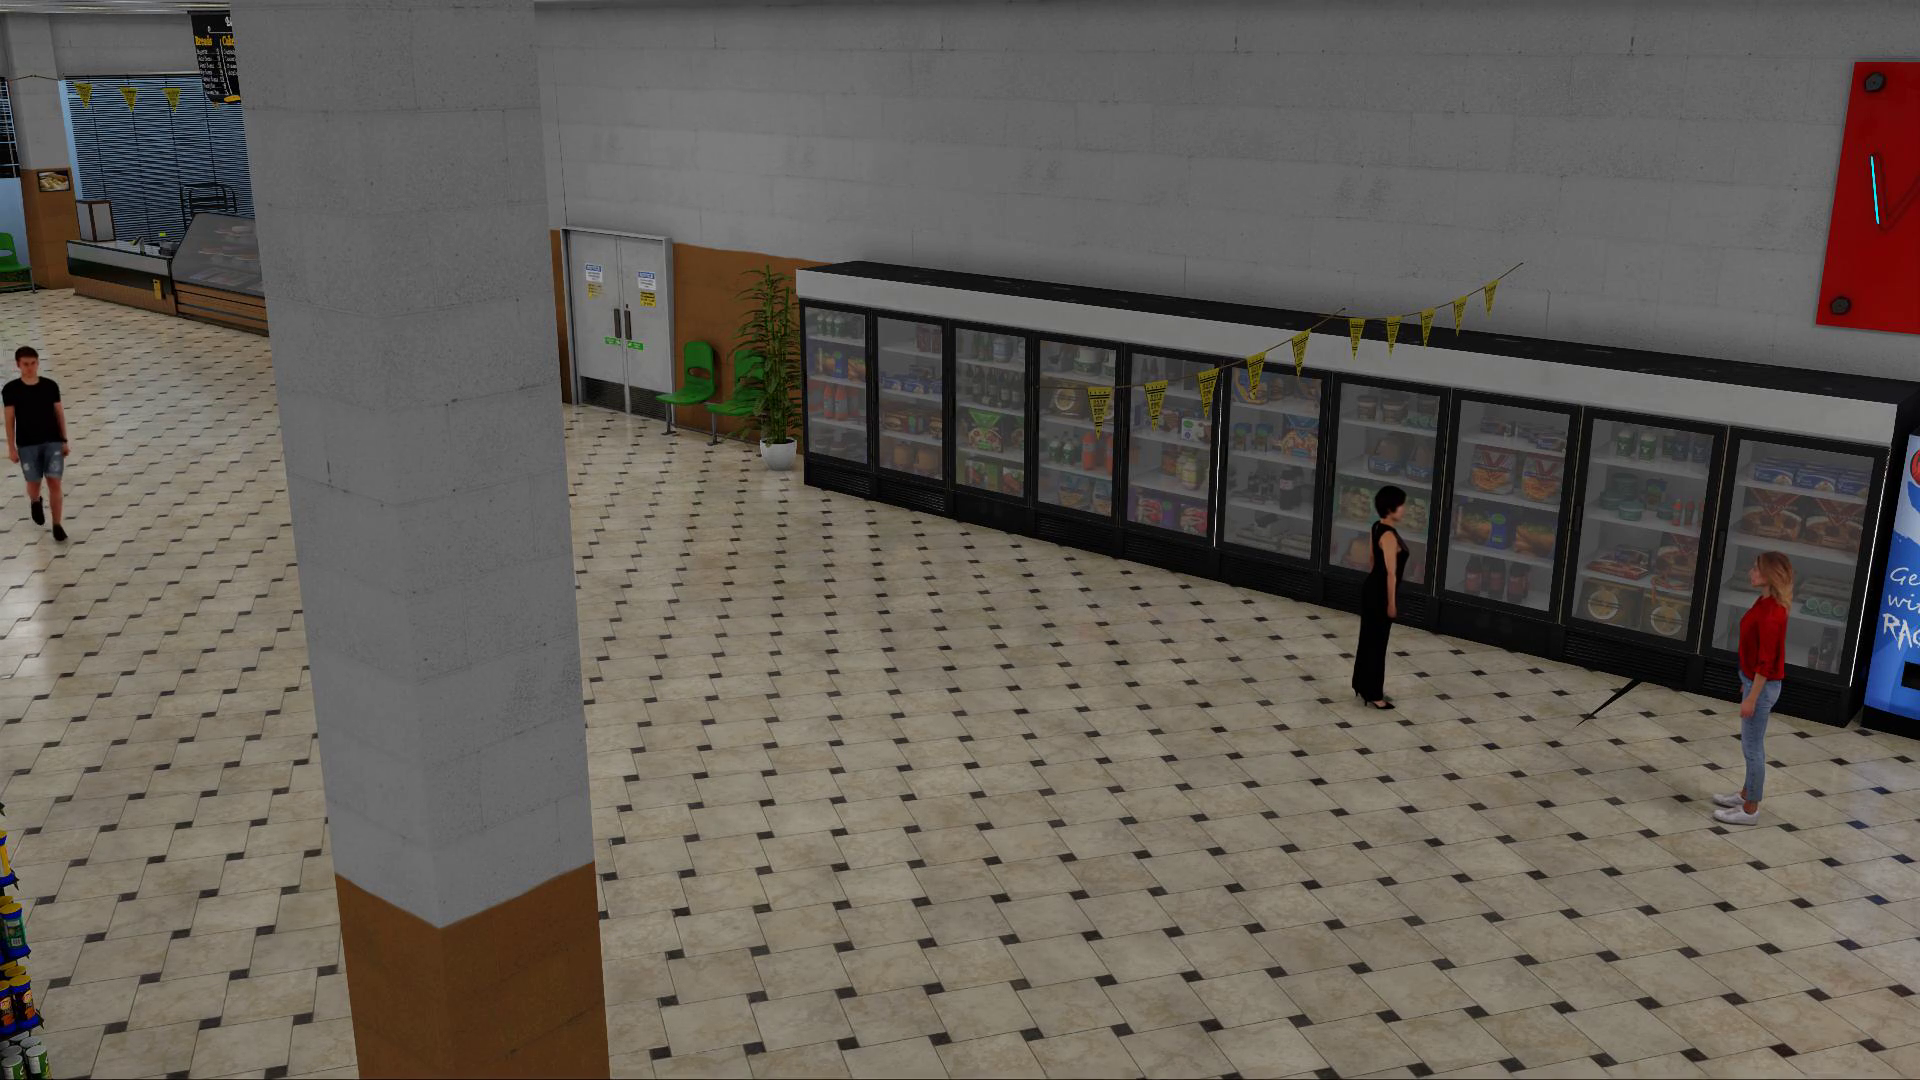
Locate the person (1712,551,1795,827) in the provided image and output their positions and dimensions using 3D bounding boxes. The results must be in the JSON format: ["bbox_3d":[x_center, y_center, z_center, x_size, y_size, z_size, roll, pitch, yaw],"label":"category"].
[{"bbox_3d":[4.804,0.887,10.004,0.726,1.705,0.544,7,18,23],"label":"person"}]

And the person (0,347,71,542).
[{"bbox_3d":[-8.740,-0.925,15.755,1.042,1.832,0.886,-12,21,-35],"label":"person"}]

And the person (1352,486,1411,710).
[{"bbox_3d":[2.976,0.399,11.793,0.722,1.601,0.652,-1,17,-3],"label":"person"}]
